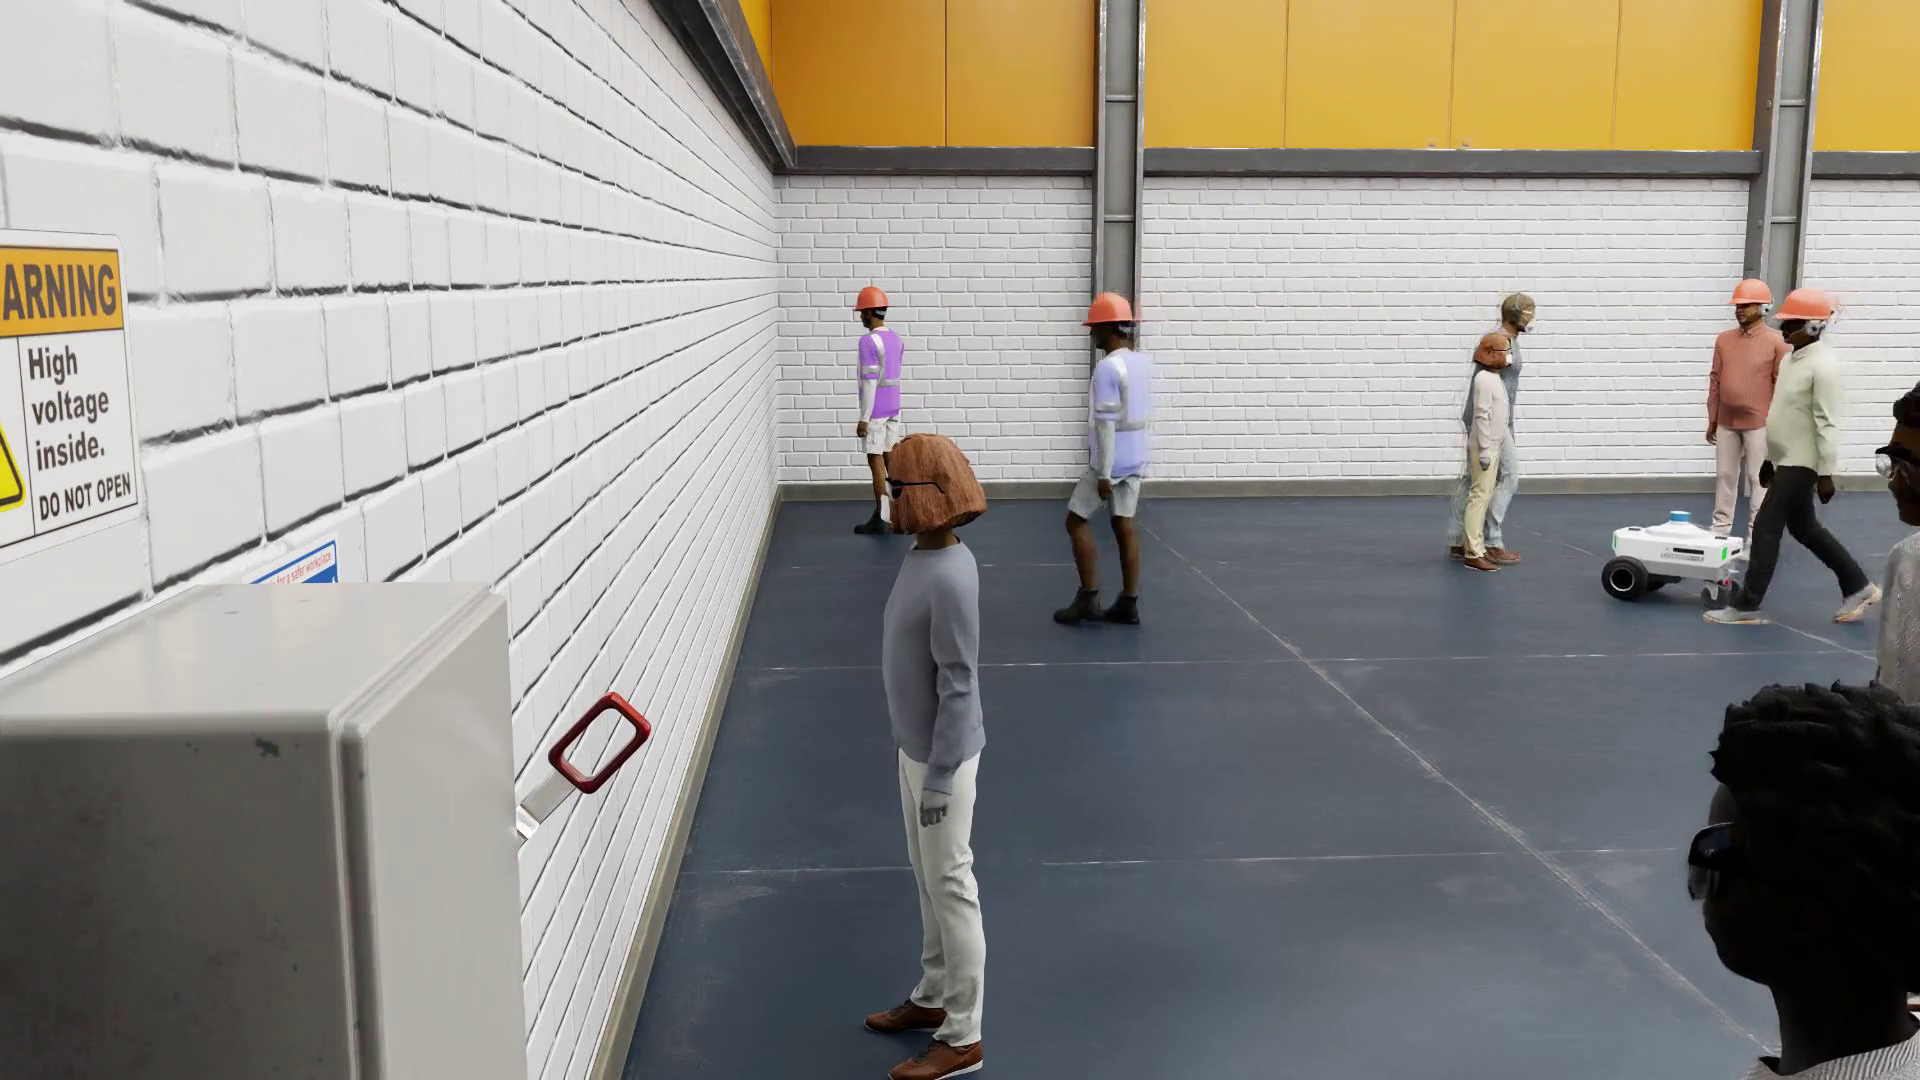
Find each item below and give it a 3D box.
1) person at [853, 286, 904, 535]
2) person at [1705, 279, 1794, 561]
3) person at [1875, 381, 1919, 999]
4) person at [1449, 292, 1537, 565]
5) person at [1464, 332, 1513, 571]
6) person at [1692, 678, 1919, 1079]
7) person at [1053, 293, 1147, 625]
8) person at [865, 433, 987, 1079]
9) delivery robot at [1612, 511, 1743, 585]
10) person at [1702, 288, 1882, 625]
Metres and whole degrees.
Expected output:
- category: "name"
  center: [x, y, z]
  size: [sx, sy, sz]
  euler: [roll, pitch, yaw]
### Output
- category: "person"
  center: [-0.663, -1.008, 13.022]
  size: [0.377, 1.932, 0.552]
  euler: [4, 10, 26]
- category: "person"
  center: [5.579, -0.848, 11.823]
  size: [0.391, 1.995, 0.613]
  euler: [-5, 10, -29]
- category: "person"
  center: [1.797, 0.605, 3.173]
  size: [0.651, 1.839, 0.575]
  euler: [0, 9, 2]
- category: "person"
  center: [3.783, -0.784, 11.718]
  size: [0.633, 1.901, 0.637]
  euler: [3, 10, 18]
- category: "person"
  center: [3.652, -0.613, 11.475]
  size: [0.279, 1.634, 0.498]
  euler: [5, 10, 26]
- category: "person"
  center: [0.718, 0.953, 1.448]
  size: [0.532, 1.698, 0.319]
  euler: [-8, 12, -43]
- category: "person"
  center: [0.797, -0.456, 9.611]
  size: [0.599, 1.921, 0.562]
  euler: [6, 11, 31]
- category: "person"
  center: [-0.080, 0.544, 4.217]
  size: [0.285, 1.633, 0.498]
  euler: [-2, 9, -13]
- category: "delivery robot"
  center: [4.444, 0.064, 10.310]
  size: [0.707, 0.478, 0.477]
  euler: [8, 12, 40]
- category: "person"
  center: [4.872, -0.465, 9.554]
  size: [0.964, 1.964, 0.622]
  euler: [2, 9, 10]
